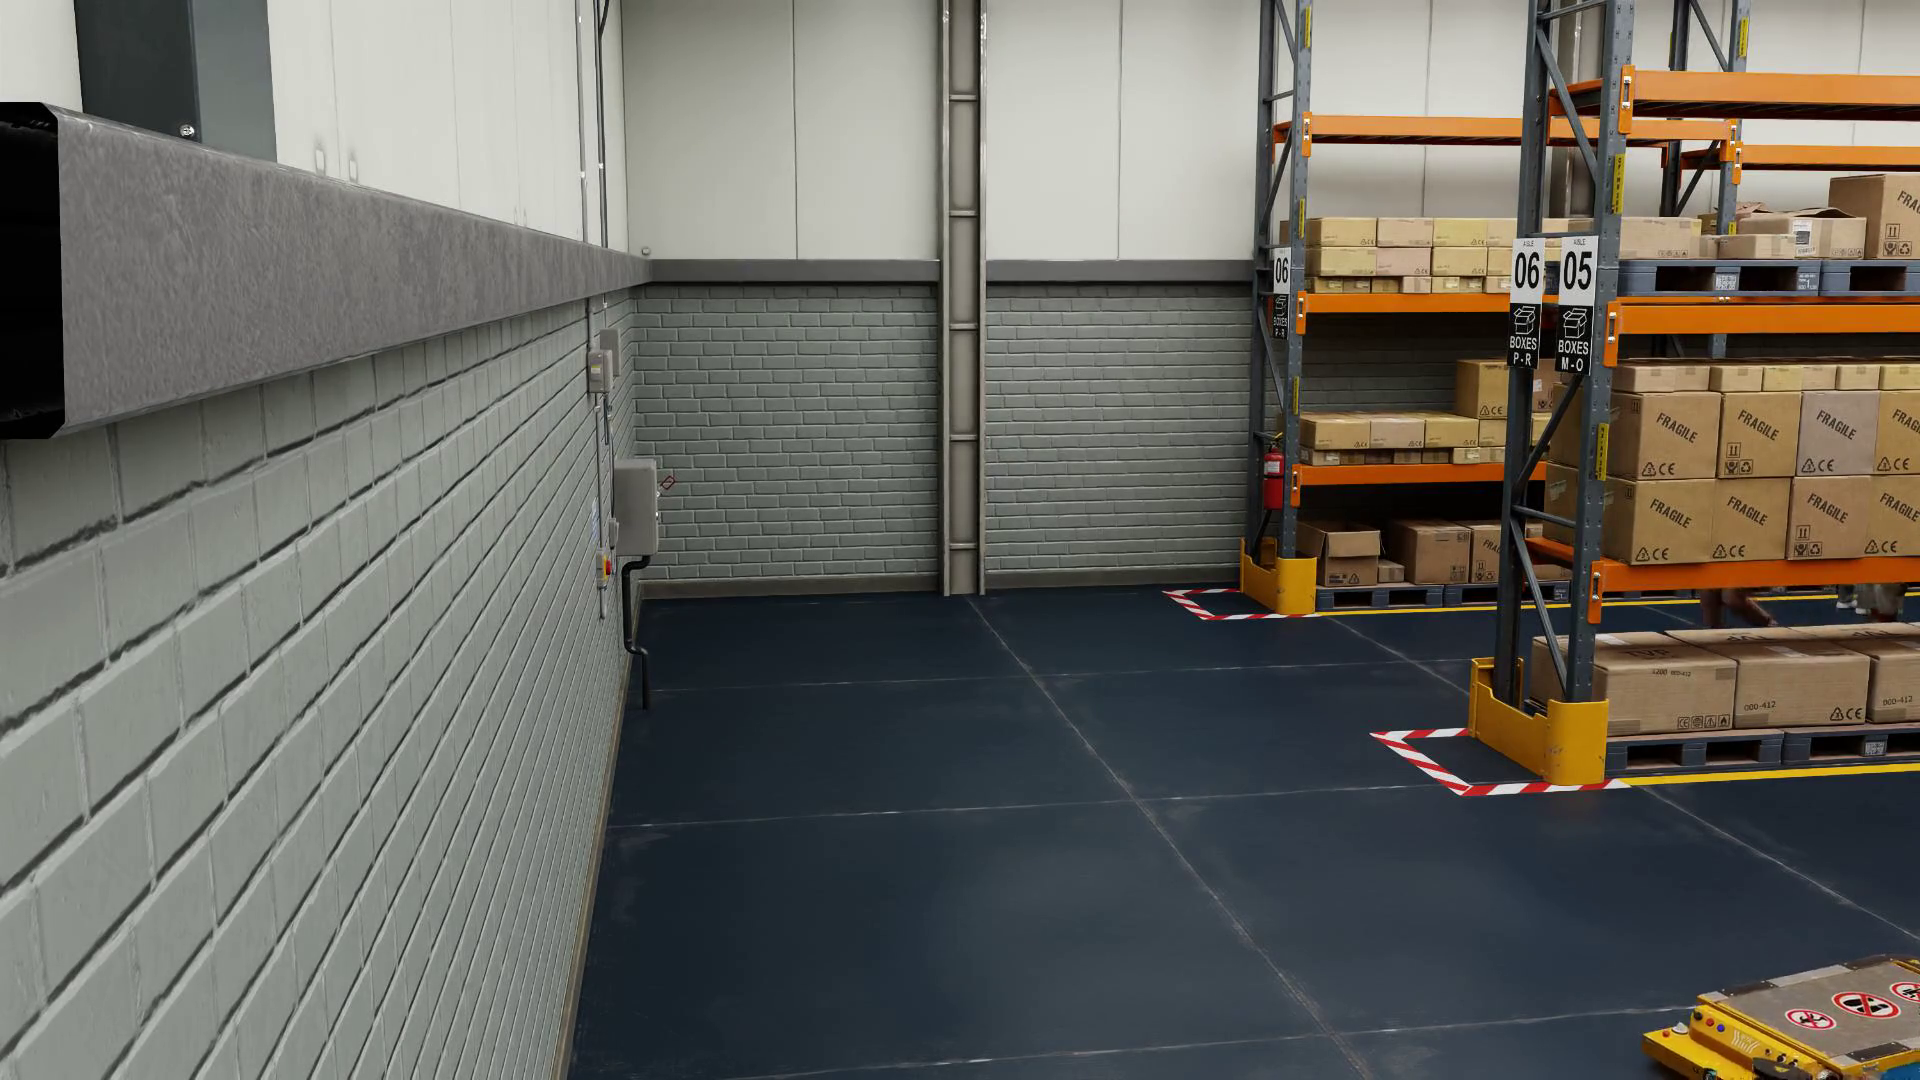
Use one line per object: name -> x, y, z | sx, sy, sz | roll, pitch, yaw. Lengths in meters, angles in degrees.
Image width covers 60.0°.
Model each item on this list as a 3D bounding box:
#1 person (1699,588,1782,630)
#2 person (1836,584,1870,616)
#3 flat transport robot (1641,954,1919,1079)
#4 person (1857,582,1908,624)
person -> 5.933, 0.049, 12.668 | 0.613, 1.880, 0.655 | -2, 10, -14
person -> 8.039, -0.293, 14.686 | 0.392, 1.920, 0.585 | -1, 9, -8
flat transport robot -> 3.397, 1.880, 6.342 | 1.431, 0.197, 0.652 | -4, 10, -22
person -> 6.493, 0.168, 11.866 | 0.717, 1.912, 0.555 | -2, 9, -12
